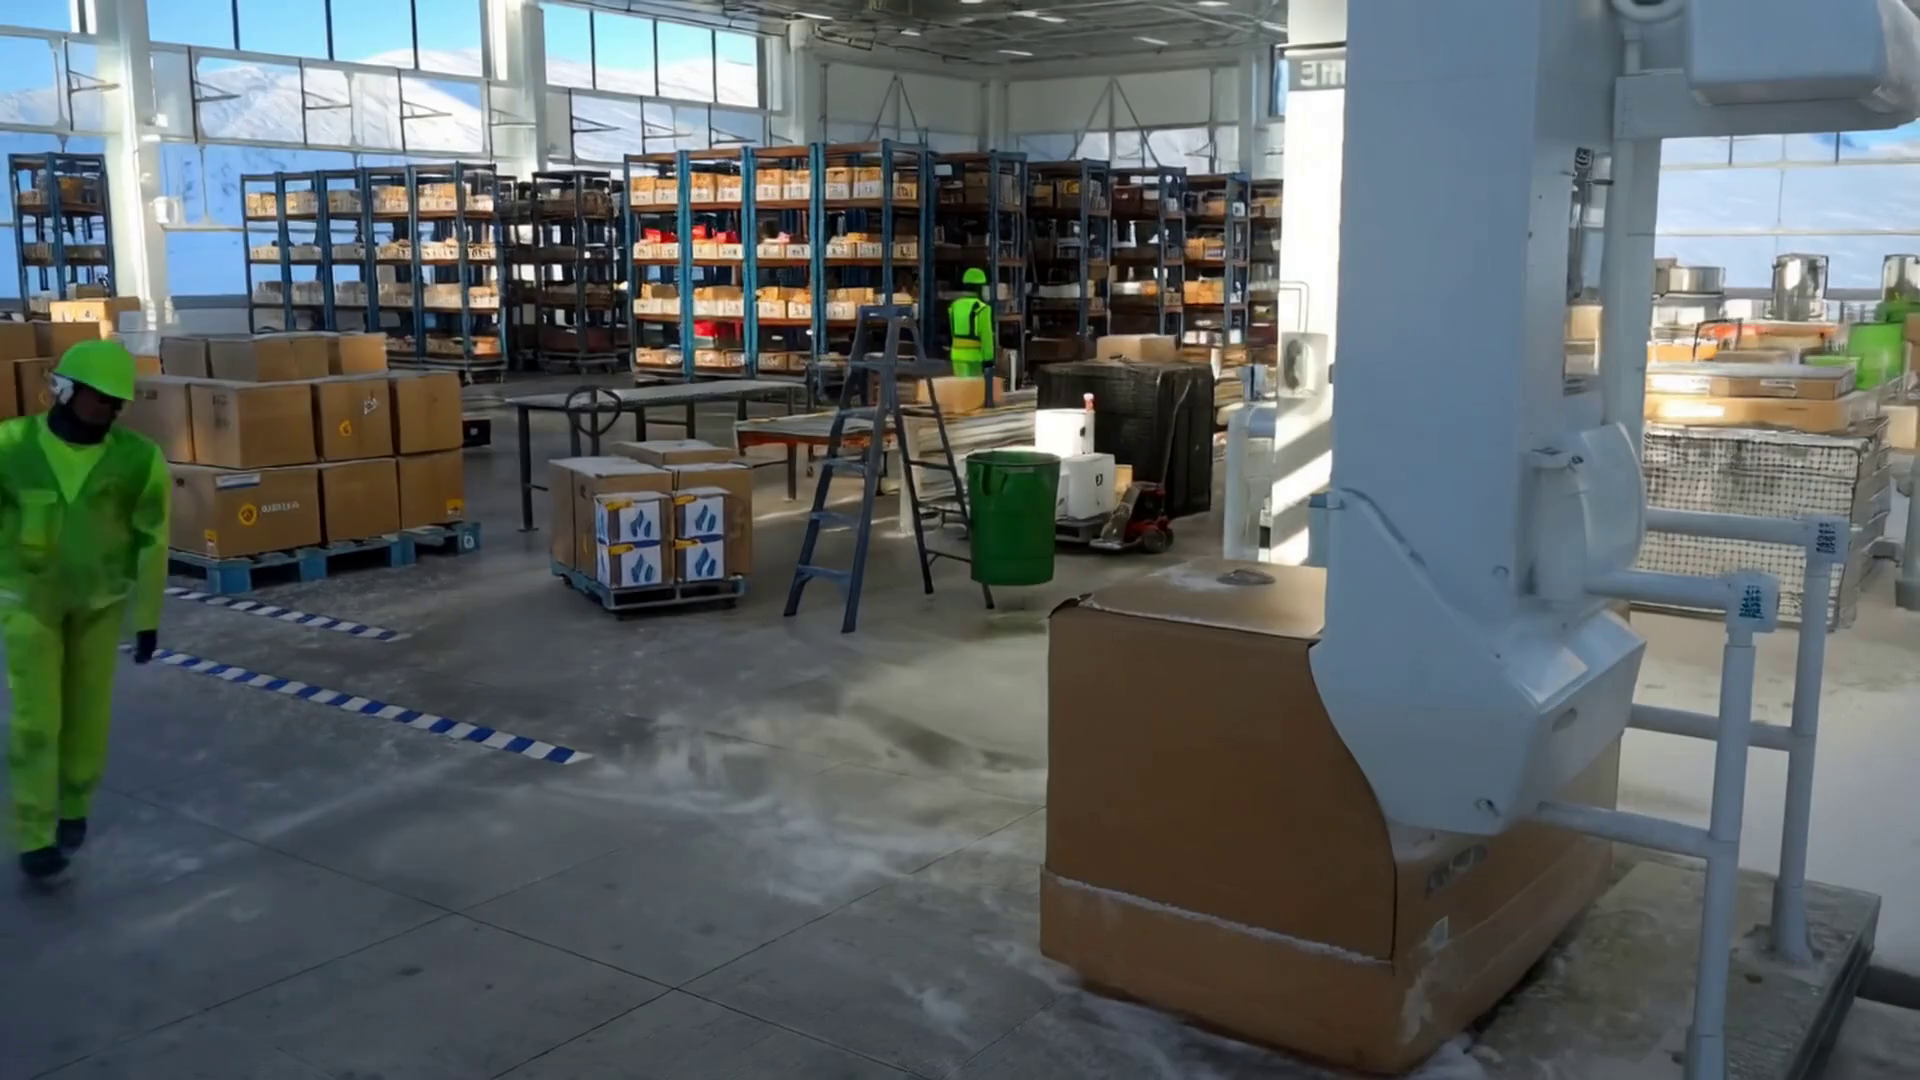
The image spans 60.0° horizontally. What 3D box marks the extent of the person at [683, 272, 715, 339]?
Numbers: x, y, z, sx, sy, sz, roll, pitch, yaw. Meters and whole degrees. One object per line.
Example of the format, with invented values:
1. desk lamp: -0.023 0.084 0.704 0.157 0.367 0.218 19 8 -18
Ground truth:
1. person: -4.625 -3.818 29.414 0.592 1.825 0.404 -3 10 -16

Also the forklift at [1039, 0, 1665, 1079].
1. forklift: 1.249 -0.137 4.360 1.873 2.768 1.129 7 12 35

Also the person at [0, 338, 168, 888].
1. person: -2.942 0.228 5.480 0.661 1.771 0.734 -6 11 -33

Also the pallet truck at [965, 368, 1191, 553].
1. pallet truck: 0.845 -0.609 11.869 1.630 1.274 0.653 7 12 35

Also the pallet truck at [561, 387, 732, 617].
1. pallet truck: -1.981 -0.274 10.088 0.680 1.201 1.601 -5 11 -28

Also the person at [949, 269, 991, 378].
1. person: 0.133 -2.018 18.379 0.417 1.940 0.601 -8 13 -41

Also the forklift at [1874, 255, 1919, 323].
1. forklift: 22.089 -5.634 38.796 1.157 1.987 2.680 6 11 33

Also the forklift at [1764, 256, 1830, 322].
1. forklift: 20.253 -5.854 40.139 1.157 1.987 2.680 7 12 35

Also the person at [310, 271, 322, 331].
1. person: -12.097 -4.188 31.583 0.563 1.839 0.389 4 10 22
